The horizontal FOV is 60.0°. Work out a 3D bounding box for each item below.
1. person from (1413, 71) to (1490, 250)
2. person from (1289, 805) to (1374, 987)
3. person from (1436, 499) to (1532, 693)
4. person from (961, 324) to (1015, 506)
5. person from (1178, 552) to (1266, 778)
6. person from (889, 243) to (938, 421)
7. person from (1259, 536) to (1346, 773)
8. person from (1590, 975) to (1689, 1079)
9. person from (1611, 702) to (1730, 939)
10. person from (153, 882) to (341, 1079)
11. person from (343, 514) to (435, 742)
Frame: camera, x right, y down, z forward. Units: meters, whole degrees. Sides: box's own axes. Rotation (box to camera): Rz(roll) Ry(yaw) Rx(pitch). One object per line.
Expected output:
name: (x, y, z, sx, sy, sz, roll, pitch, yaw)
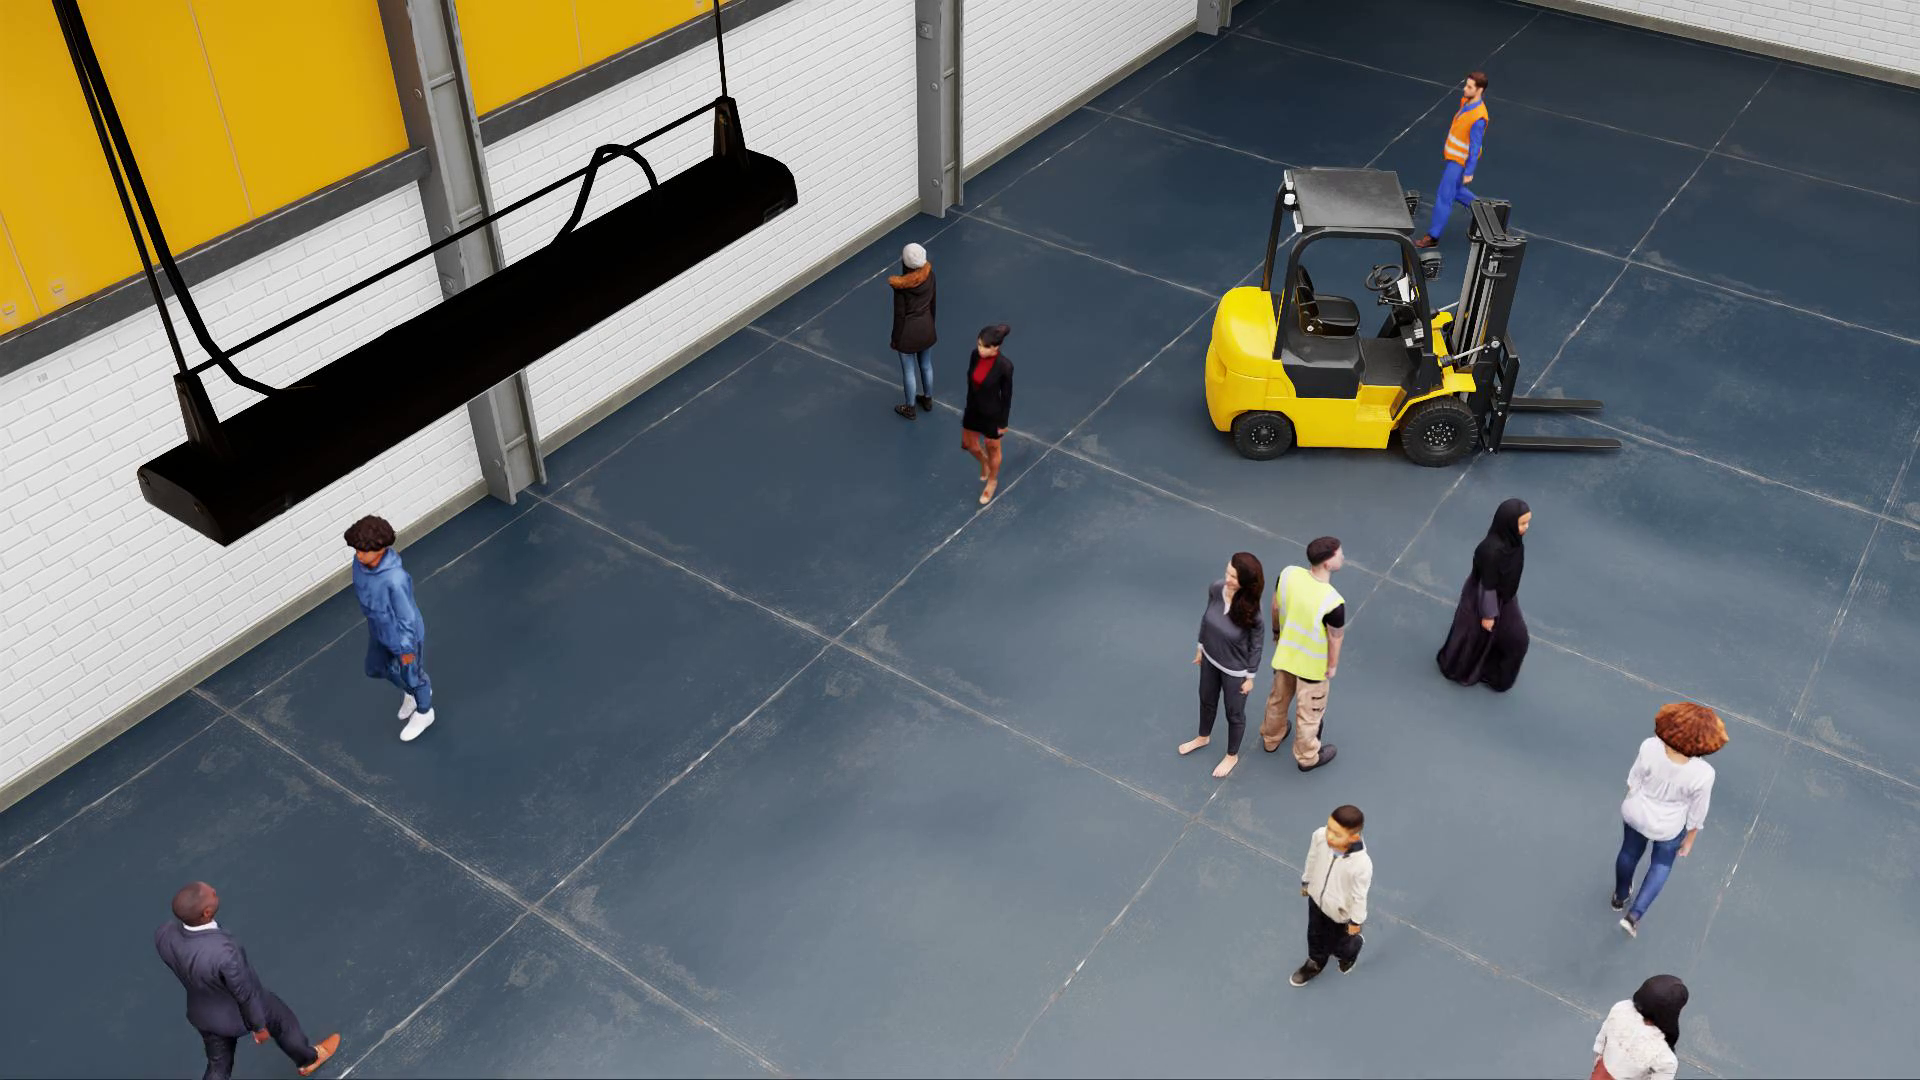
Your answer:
person: (4.963, -3.704, 16.271, 1.144, 1.844, 1.148, -2, 39, -3)
person: (2.176, 2.011, 9.437, 0.770, 1.442, 0.696, -26, 45, -29)
person: (3.571, 0.329, 11.407, 0.837, 1.613, 0.807, -25, 45, -28)
person: (0.252, -1.005, 13.062, 0.578, 1.632, 0.606, 27, 46, 30)
person: (1.729, 0.776, 10.724, 0.594, 1.767, 0.655, -29, 47, -32)
person: (-0.386, -1.769, 14.016, 0.638, 1.634, 0.759, -27, 46, -30)
person: (2.237, 0.725, 10.725, 0.799, 1.845, 0.774, -28, 46, -30)
person: (3.206, 2.791, 8.226, 0.799, 1.734, 0.753, -16, 41, -19)
person: (4.019, 1.652, 9.683, 0.665, 1.697, 0.835, 29, 47, 31)
person: (-3.817, 2.471, 8.572, 0.902, 1.803, 1.257, 13, 40, 15)
person: (-3.688, 0.536, 11.000, 0.695, 1.796, 0.617, 27, 46, 29)
